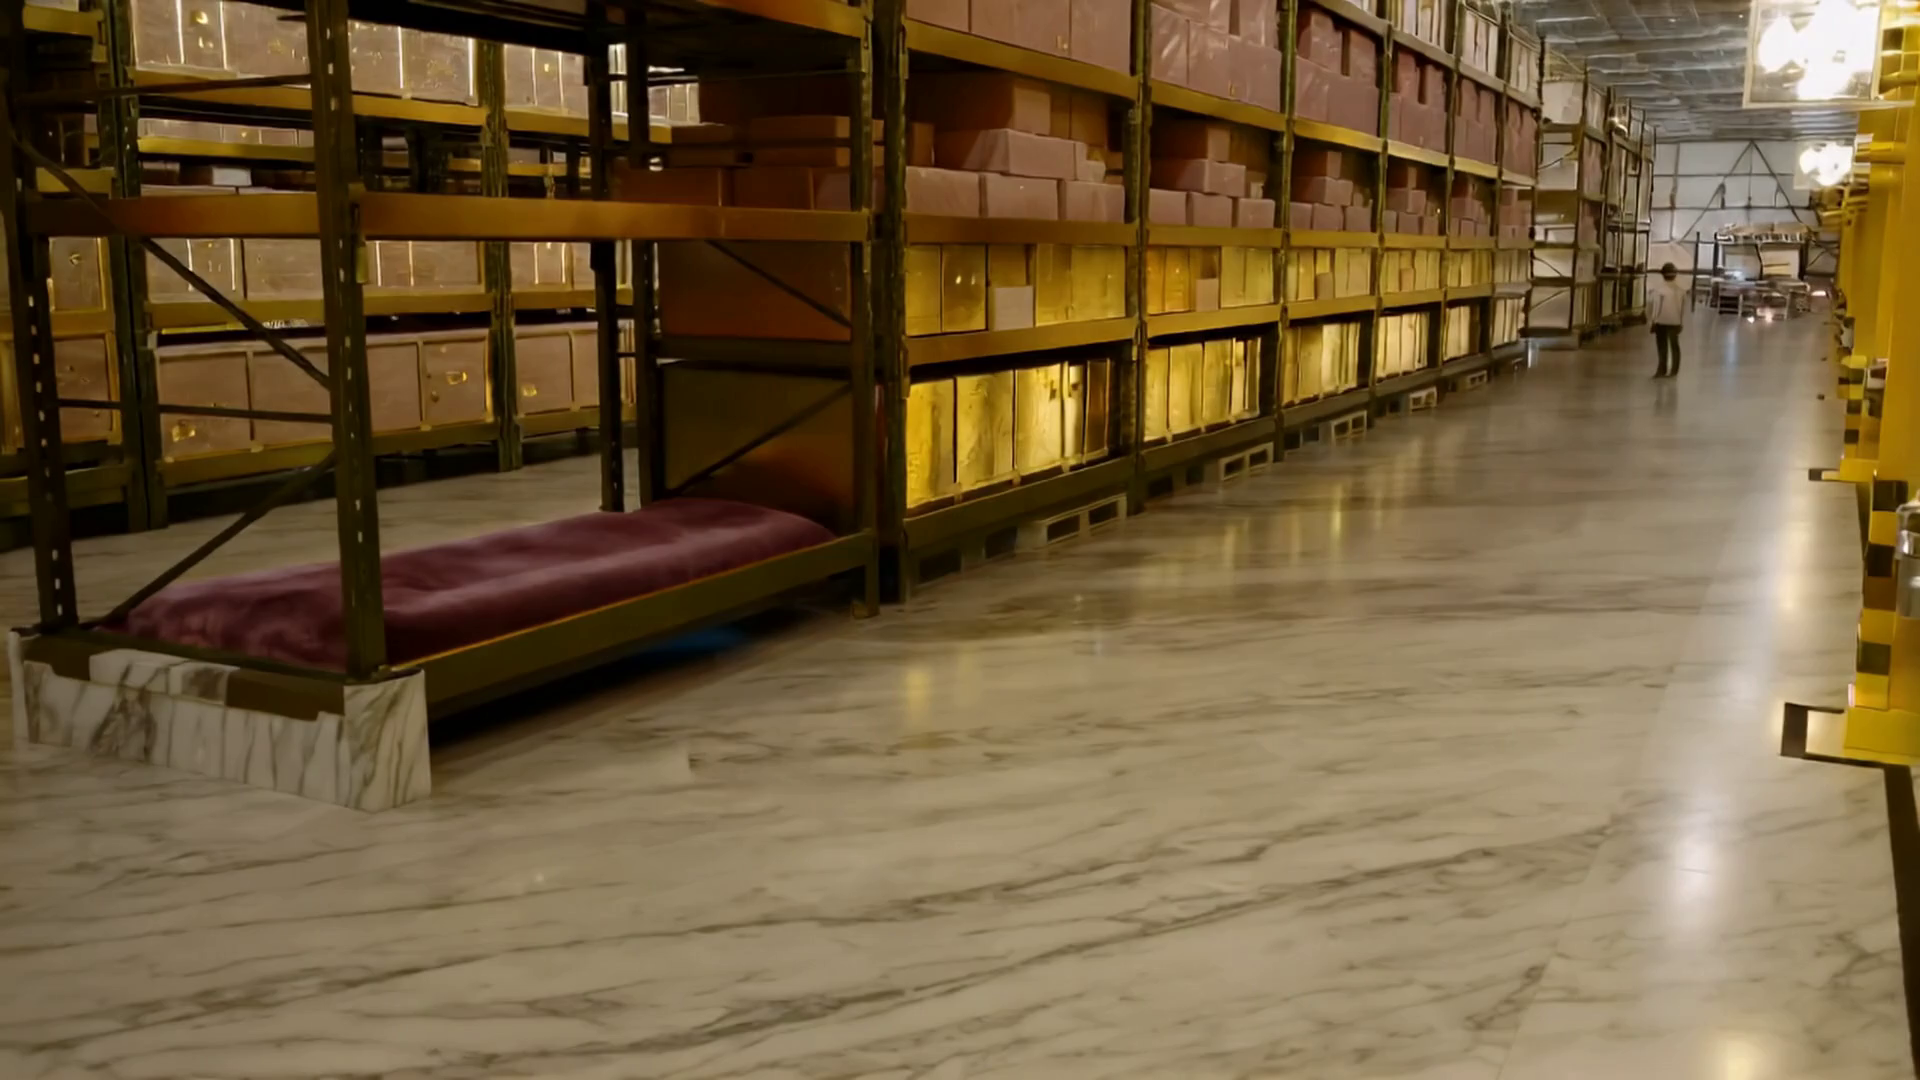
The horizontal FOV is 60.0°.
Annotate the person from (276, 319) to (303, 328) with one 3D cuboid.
[{"bbox_3d":[-8.128,-2.181,20.309,0.532,1.729,0.873,6,12,33],"label":"person"}]

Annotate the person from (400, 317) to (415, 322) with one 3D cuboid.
[{"bbox_3d":[-6.560,-2.211,20.241,0.595,1.808,0.613,4,11,23],"label":"person"}]

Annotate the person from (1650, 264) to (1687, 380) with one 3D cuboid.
[{"bbox_3d":[12.129,-3.725,28.506,0.609,1.984,0.399,-3,10,-15],"label":"person"}]
